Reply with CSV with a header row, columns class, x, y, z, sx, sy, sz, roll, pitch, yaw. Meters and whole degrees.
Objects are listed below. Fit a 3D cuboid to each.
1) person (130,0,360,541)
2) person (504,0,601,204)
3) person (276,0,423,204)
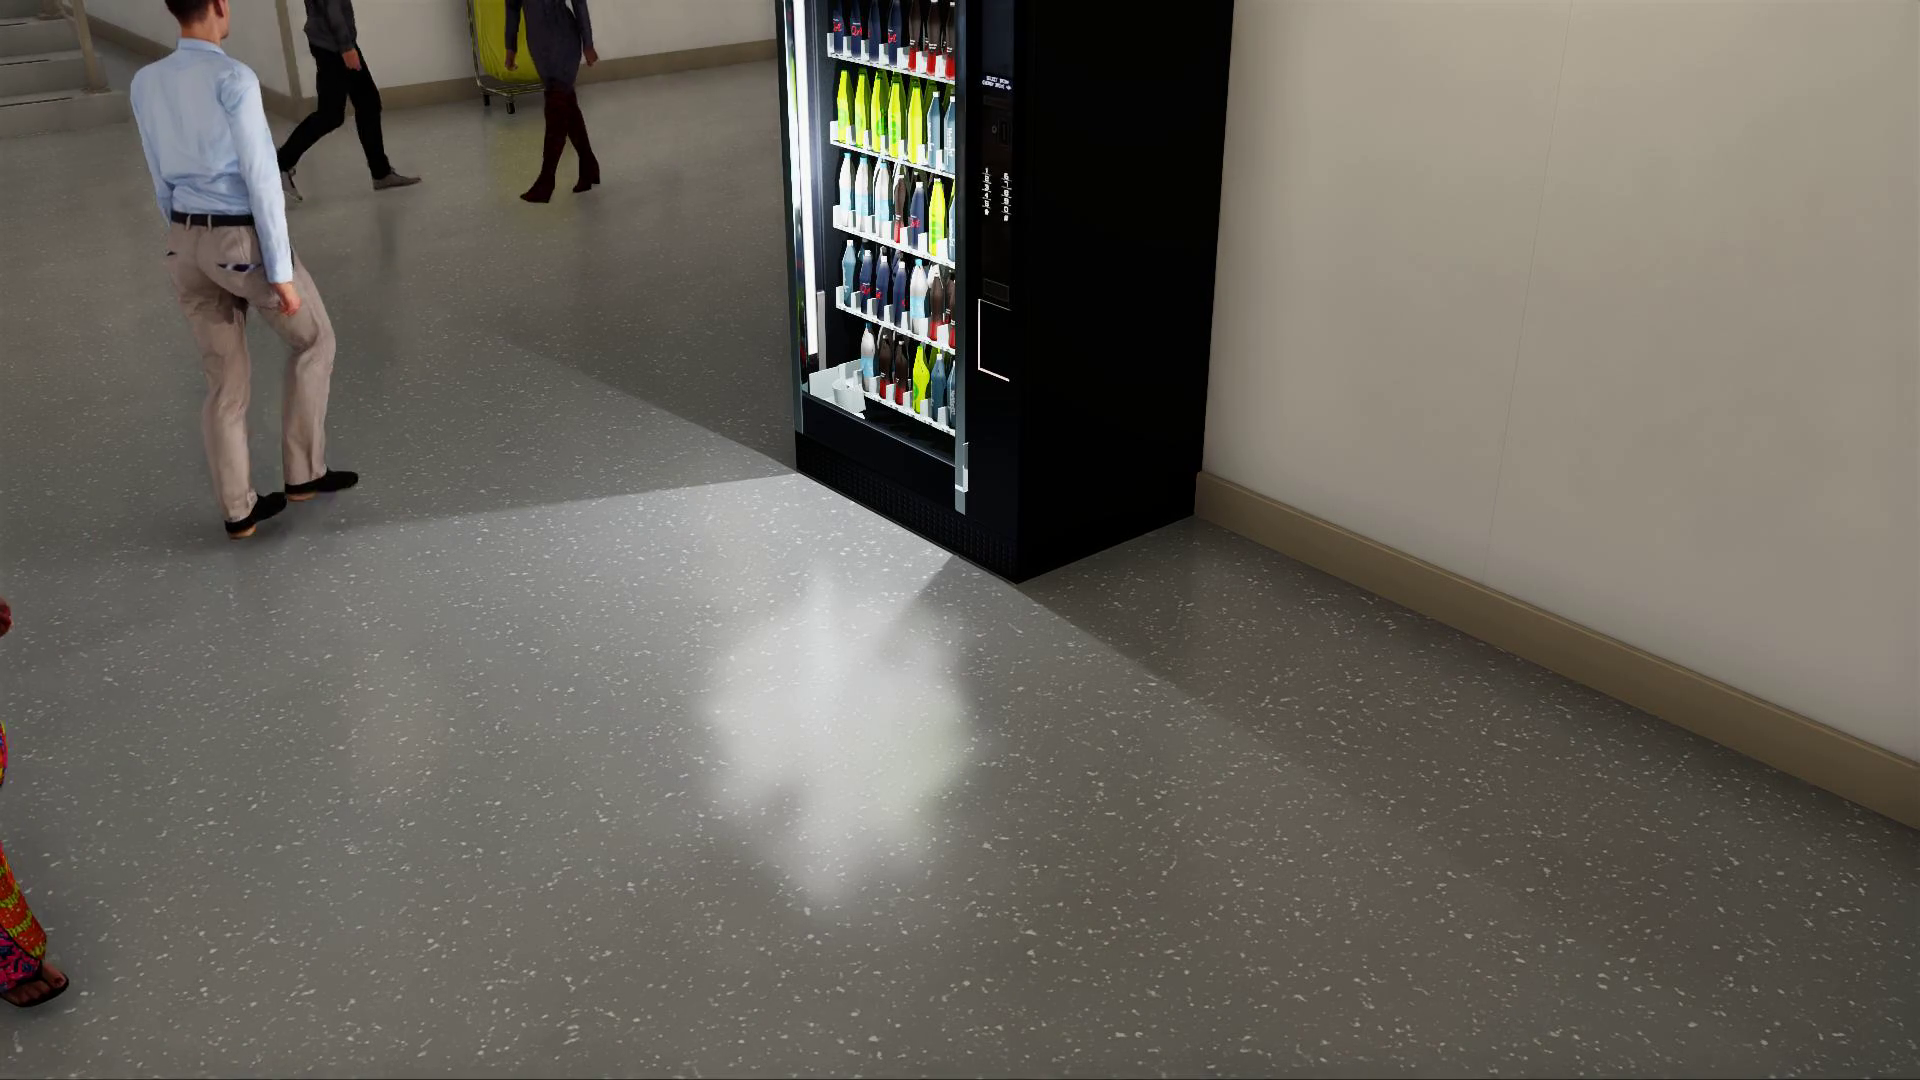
class,x,y,z,sx,sy,sz,roll,pitch,yaw
person,-2.331,-0.848,5.240,0.857,1.805,0.914,5,26,11
person,-2.221,-2.750,9.334,1.041,1.676,0.942,10,28,20
person,-3.578,-2.746,9.257,0.936,1.735,1.115,-9,27,-18
